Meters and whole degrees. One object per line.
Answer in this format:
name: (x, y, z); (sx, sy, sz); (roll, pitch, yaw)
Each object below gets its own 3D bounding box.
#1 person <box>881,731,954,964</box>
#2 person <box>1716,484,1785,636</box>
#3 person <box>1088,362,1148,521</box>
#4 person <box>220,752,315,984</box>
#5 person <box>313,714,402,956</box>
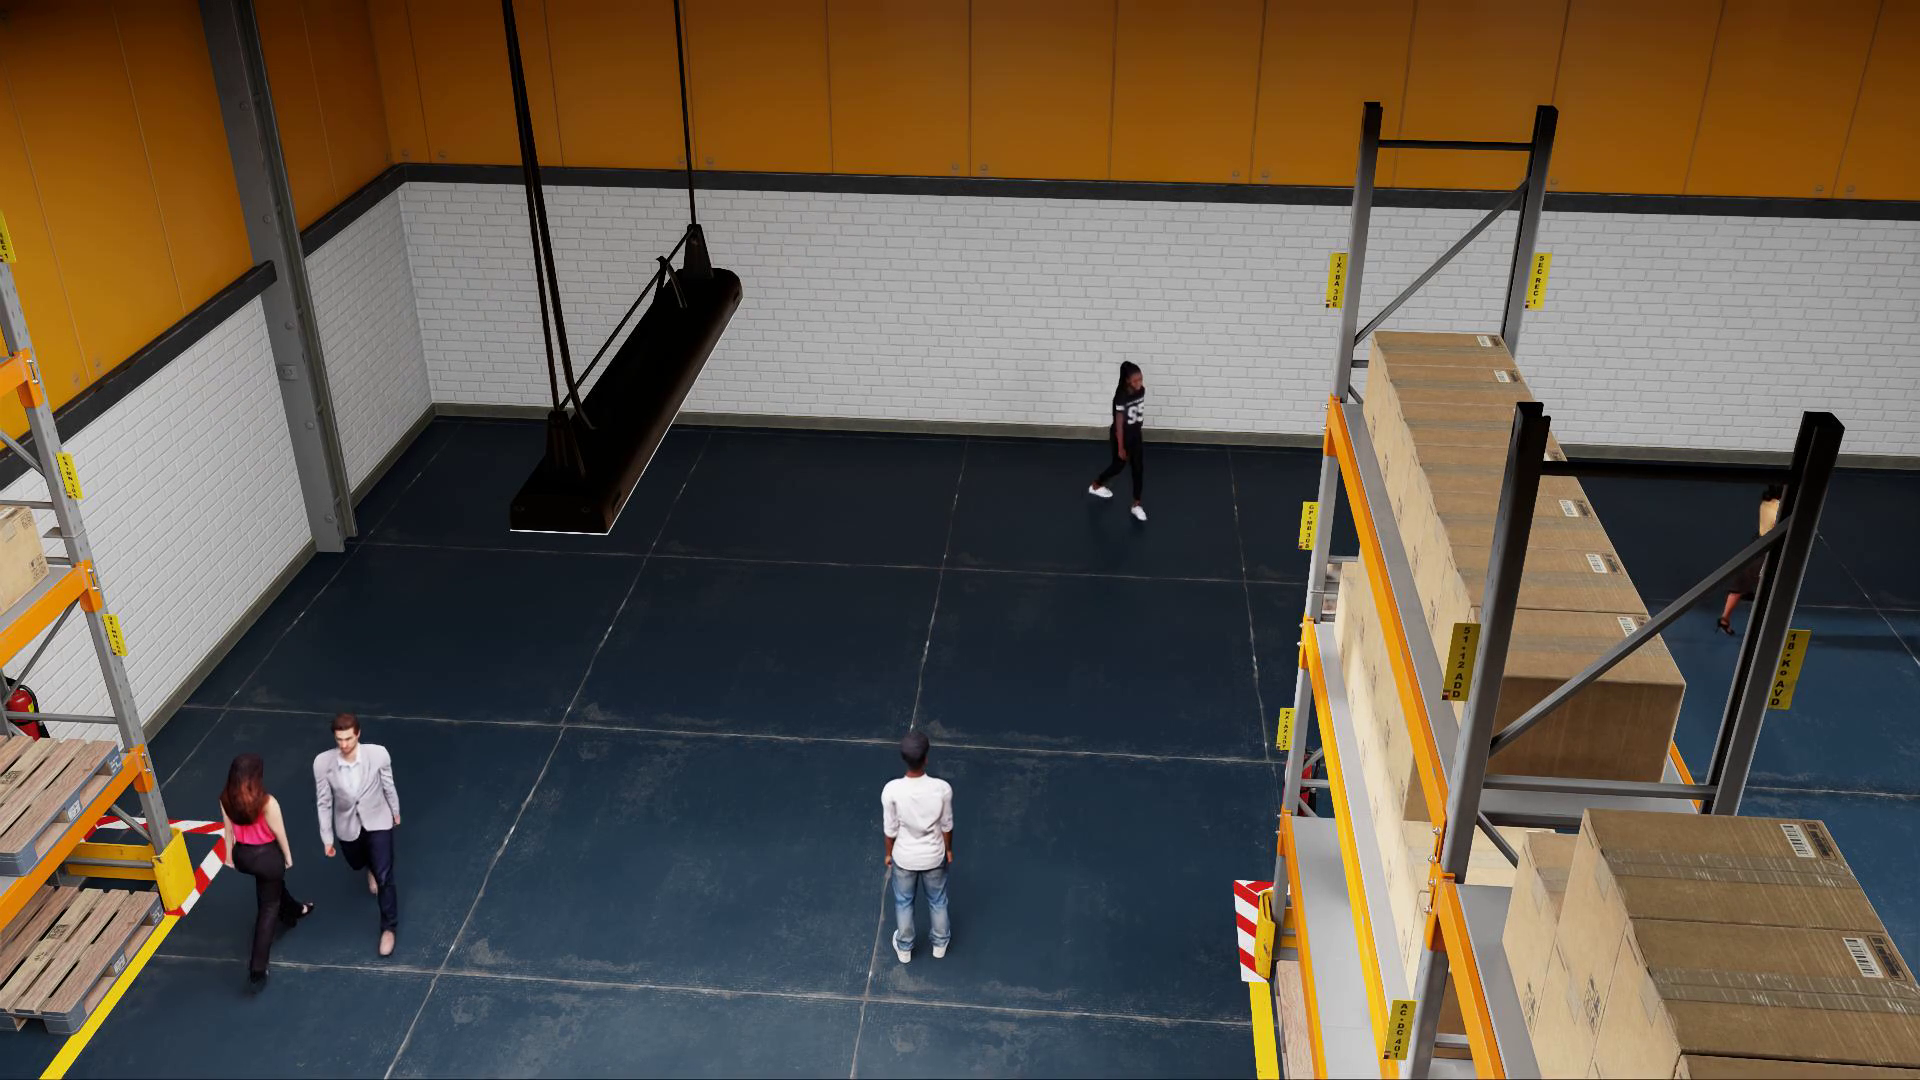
person: (-0.285, 2.118, 11.385); (0.679, 1.800, 0.632); (-2, 29, -5)
person: (7.204, 0.175, 15.123); (0.705, 1.632, 0.861); (-2, 29, -3)
person: (1.677, -1.067, 17.332); (1.016, 1.698, 1.095); (-25, 37, -38)
person: (-4.810, 2.246, 11.335); (0.751, 1.624, 1.133); (6, 29, 11)
person: (-4.191, 1.940, 11.692); (0.900, 1.819, 1.245); (-5, 29, -10)
